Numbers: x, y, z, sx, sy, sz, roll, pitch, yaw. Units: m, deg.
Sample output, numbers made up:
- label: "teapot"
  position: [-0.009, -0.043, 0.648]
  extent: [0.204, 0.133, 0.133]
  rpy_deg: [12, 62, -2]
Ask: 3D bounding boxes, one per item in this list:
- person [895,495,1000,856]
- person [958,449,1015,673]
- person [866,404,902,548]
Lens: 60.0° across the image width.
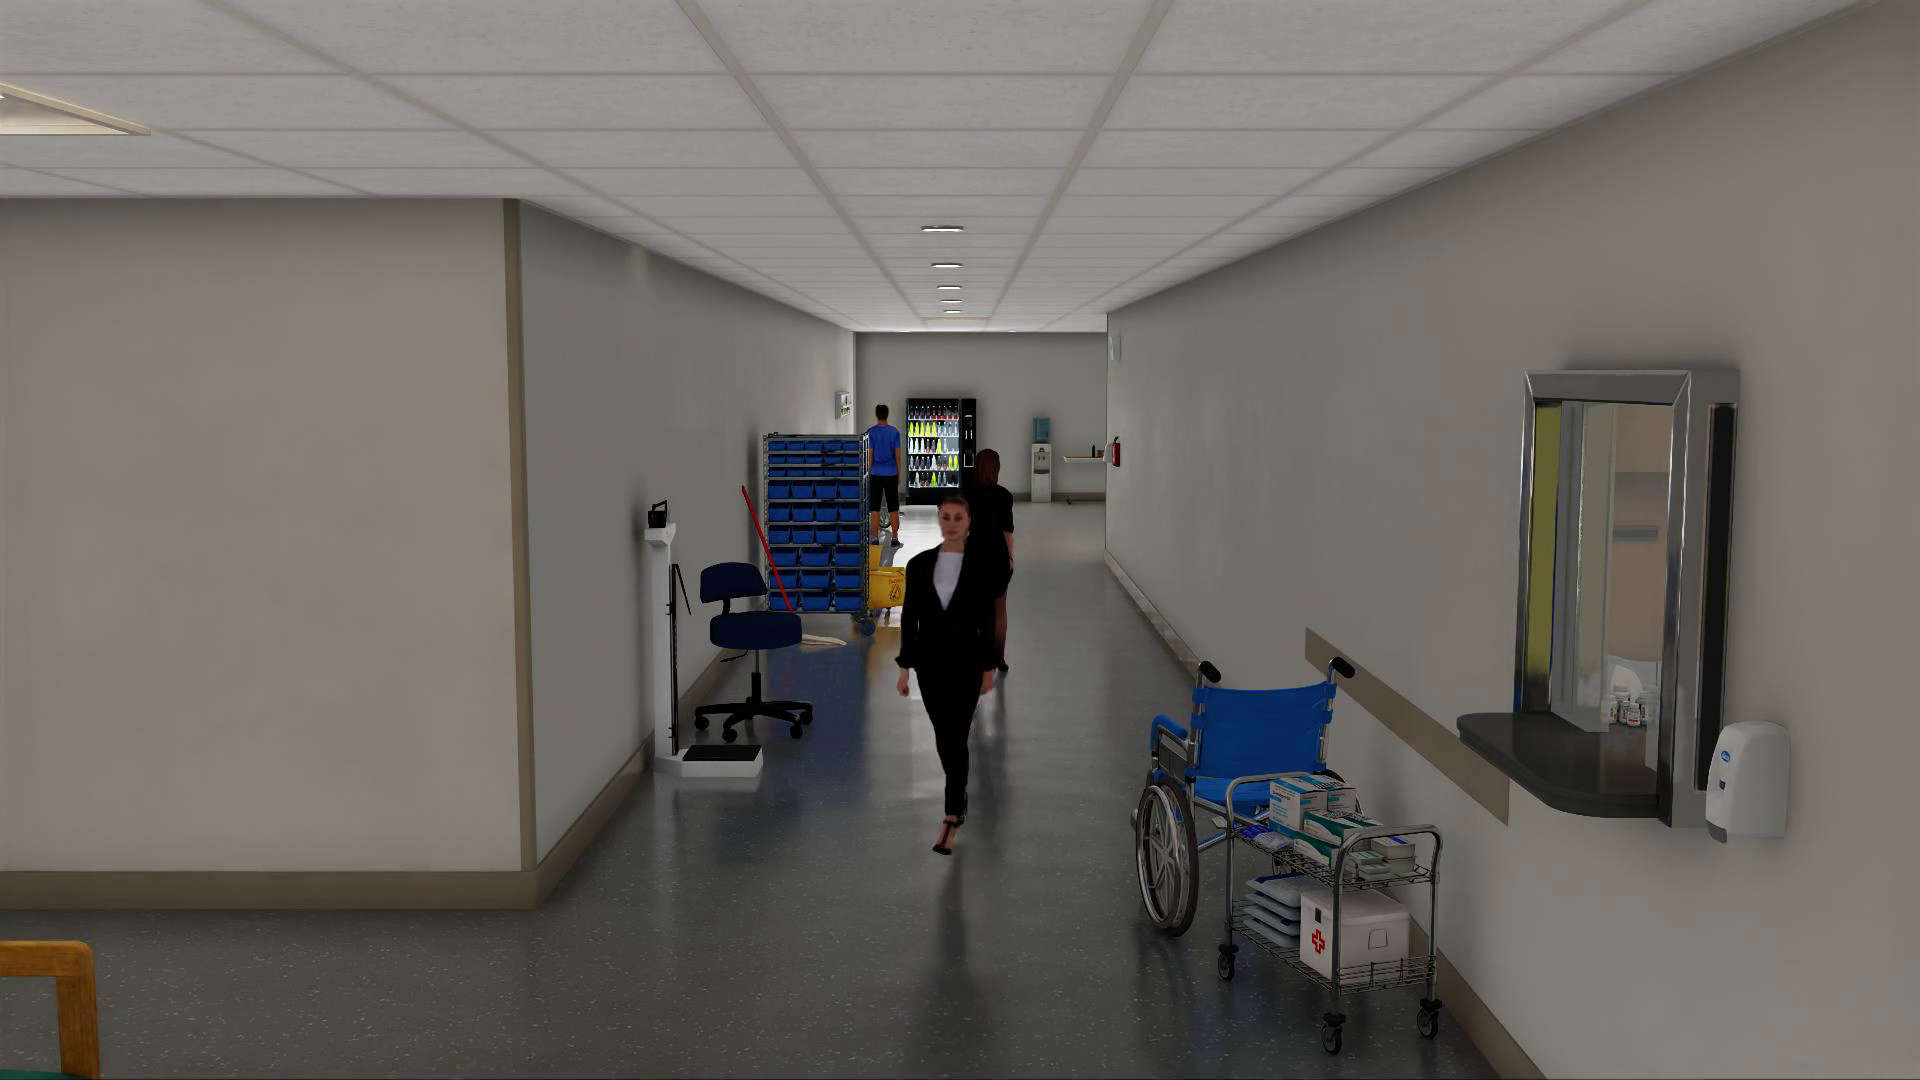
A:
- label: "person"
  position: [-0.044, 0.648, 8.004]
  extent: [1.071, 1.658, 0.841]
  rpy_deg: [1, 6, 13]
- label: "person"
  position: [0.202, 0.153, 12.697]
  extent: [0.529, 1.704, 0.698]
  rpy_deg: [2, 6, 15]
- label: "person"
  position: [-1.000, -0.843, 21.768]
  extent: [0.533, 1.869, 0.693]
  rpy_deg: [-1, 6, -7]
